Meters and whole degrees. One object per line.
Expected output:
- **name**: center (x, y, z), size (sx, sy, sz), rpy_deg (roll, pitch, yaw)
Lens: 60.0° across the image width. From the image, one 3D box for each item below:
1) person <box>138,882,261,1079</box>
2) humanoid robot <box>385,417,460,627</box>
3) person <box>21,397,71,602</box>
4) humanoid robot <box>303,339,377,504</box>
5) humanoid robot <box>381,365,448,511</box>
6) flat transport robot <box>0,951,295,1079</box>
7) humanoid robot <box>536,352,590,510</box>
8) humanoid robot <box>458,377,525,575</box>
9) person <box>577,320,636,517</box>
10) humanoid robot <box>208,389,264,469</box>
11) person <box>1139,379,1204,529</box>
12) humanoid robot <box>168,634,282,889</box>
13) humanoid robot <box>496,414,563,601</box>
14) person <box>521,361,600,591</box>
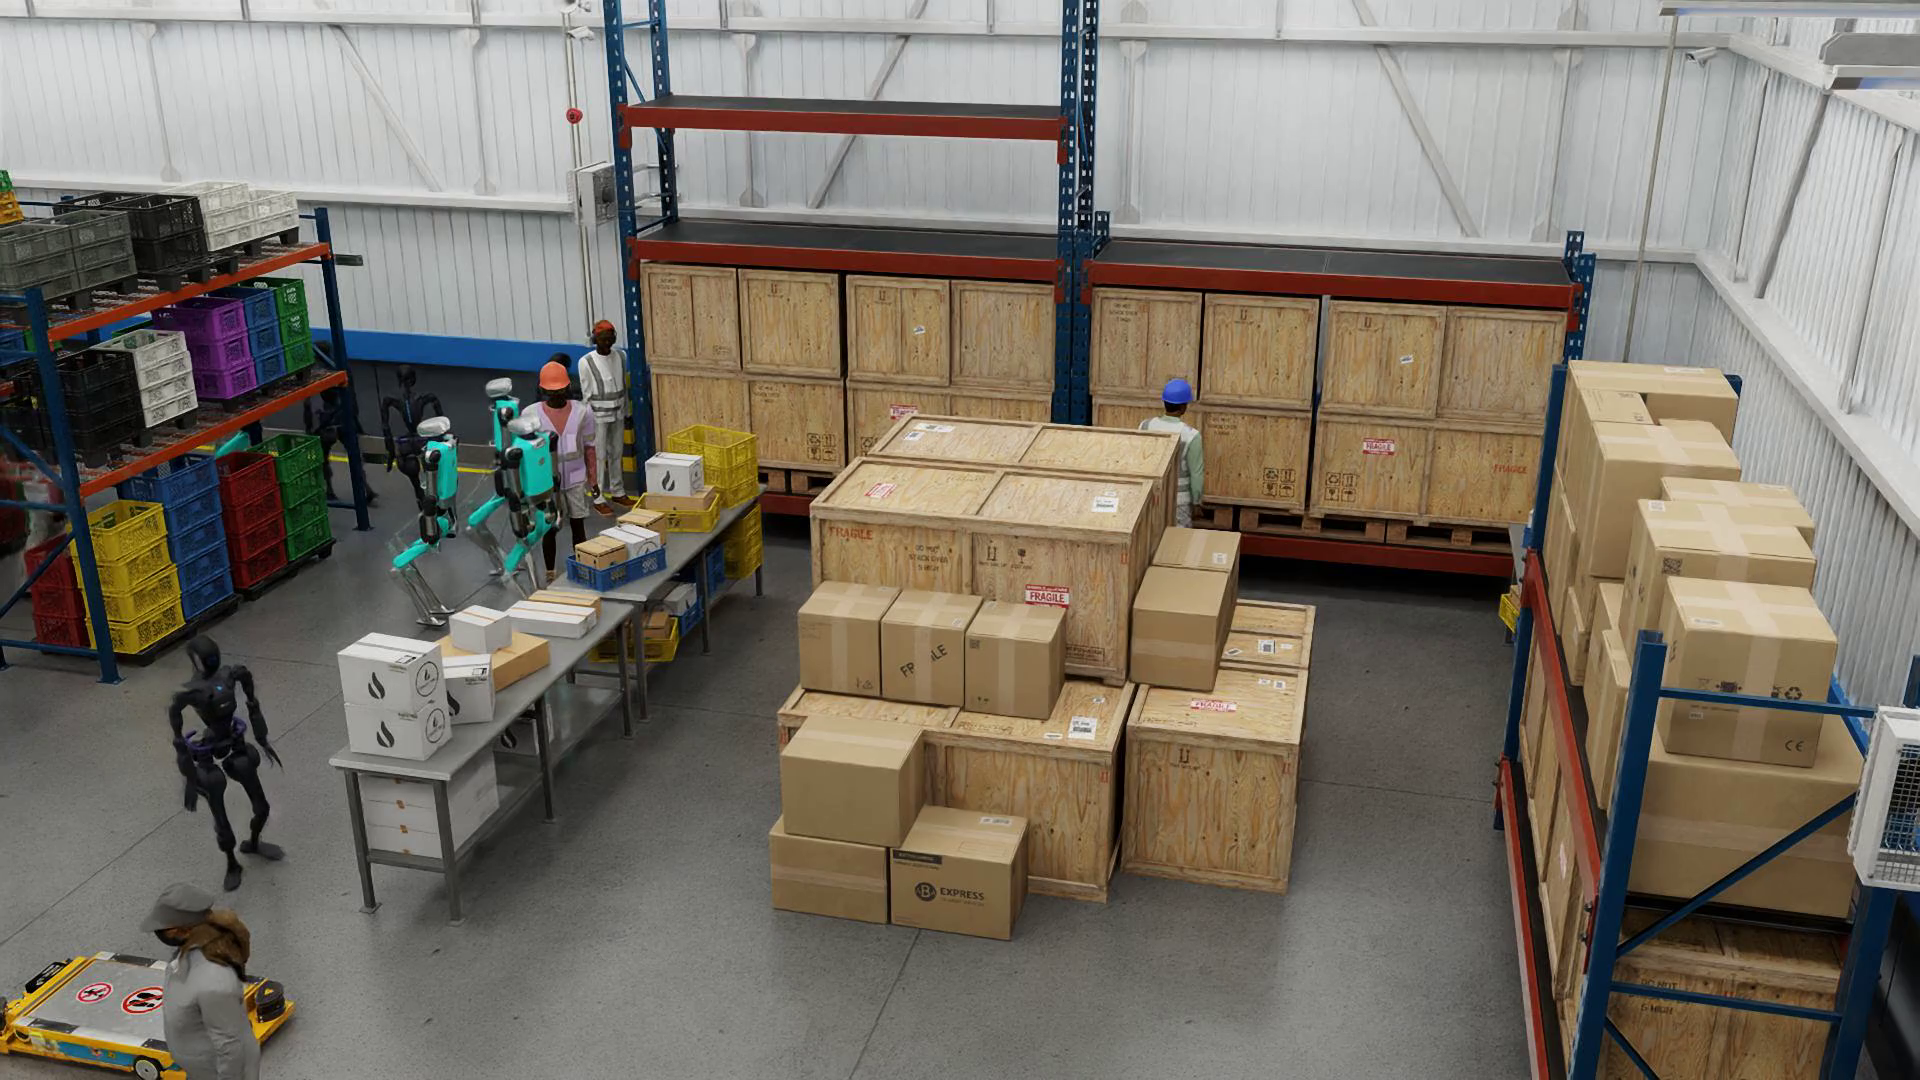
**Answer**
- **person**: center (-3.164, 2.228, 7.113), size (0.399, 1.767, 0.572), rpy_deg (-14, 25, -33)
- **humanoid robot**: center (-4.315, -0.154, 13.253), size (0.741, 1.694, 0.531), rpy_deg (1, 21, 4)
- **person**: center (-7.609, -0.384, 13.939), size (0.601, 1.783, 0.873), rpy_deg (14, 25, 32)
- **humanoid robot**: center (-6.032, -1.129, 16.084), size (0.733, 1.631, 0.613), rpy_deg (17, 26, 37)
- **humanoid robot**: center (-4.941, -0.797, 15.191), size (0.616, 1.641, 0.492), rpy_deg (-4, 21, -10)
- **flat transport robot**: center (-4.270, 2.464, 8.601), size (1.431, 0.231, 0.659), rpy_deg (5, 22, 13)
- **humanoid robot**: center (-3.740, -0.935, 15.574), size (0.610, 1.678, 0.497), rpy_deg (9, 23, 23)
- **humanoid robot**: center (-4.059, -0.510, 14.245), size (0.680, 1.755, 0.548), rpy_deg (-4, 21, -11)
- **person**: center (-3.352, -1.171, 15.850), size (0.357, 1.881, 0.573), rpy_deg (15, 25, 33)
- **humanoid robot**: center (-7.051, -1.157, 16.048), size (0.840, 1.778, 0.567), rpy_deg (-5, 22, -13)
- **person**: center (1.731, -0.374, 13.674), size (0.613, 1.945, 0.387), rpy_deg (17, 26, 37)
- **humanoid robot**: center (-4.331, 1.265, 9.759), size (0.429, 1.636, 0.606), rpy_deg (13, 25, 31)
- **humanoid robot**: center (-3.554, -0.179, 13.459), size (0.687, 1.793, 0.562), rpy_deg (13, 24, 30)
- **person**: center (-3.308, -0.494, 13.856), size (0.604, 2.045, 0.383), rpy_deg (-8, 22, -21)
